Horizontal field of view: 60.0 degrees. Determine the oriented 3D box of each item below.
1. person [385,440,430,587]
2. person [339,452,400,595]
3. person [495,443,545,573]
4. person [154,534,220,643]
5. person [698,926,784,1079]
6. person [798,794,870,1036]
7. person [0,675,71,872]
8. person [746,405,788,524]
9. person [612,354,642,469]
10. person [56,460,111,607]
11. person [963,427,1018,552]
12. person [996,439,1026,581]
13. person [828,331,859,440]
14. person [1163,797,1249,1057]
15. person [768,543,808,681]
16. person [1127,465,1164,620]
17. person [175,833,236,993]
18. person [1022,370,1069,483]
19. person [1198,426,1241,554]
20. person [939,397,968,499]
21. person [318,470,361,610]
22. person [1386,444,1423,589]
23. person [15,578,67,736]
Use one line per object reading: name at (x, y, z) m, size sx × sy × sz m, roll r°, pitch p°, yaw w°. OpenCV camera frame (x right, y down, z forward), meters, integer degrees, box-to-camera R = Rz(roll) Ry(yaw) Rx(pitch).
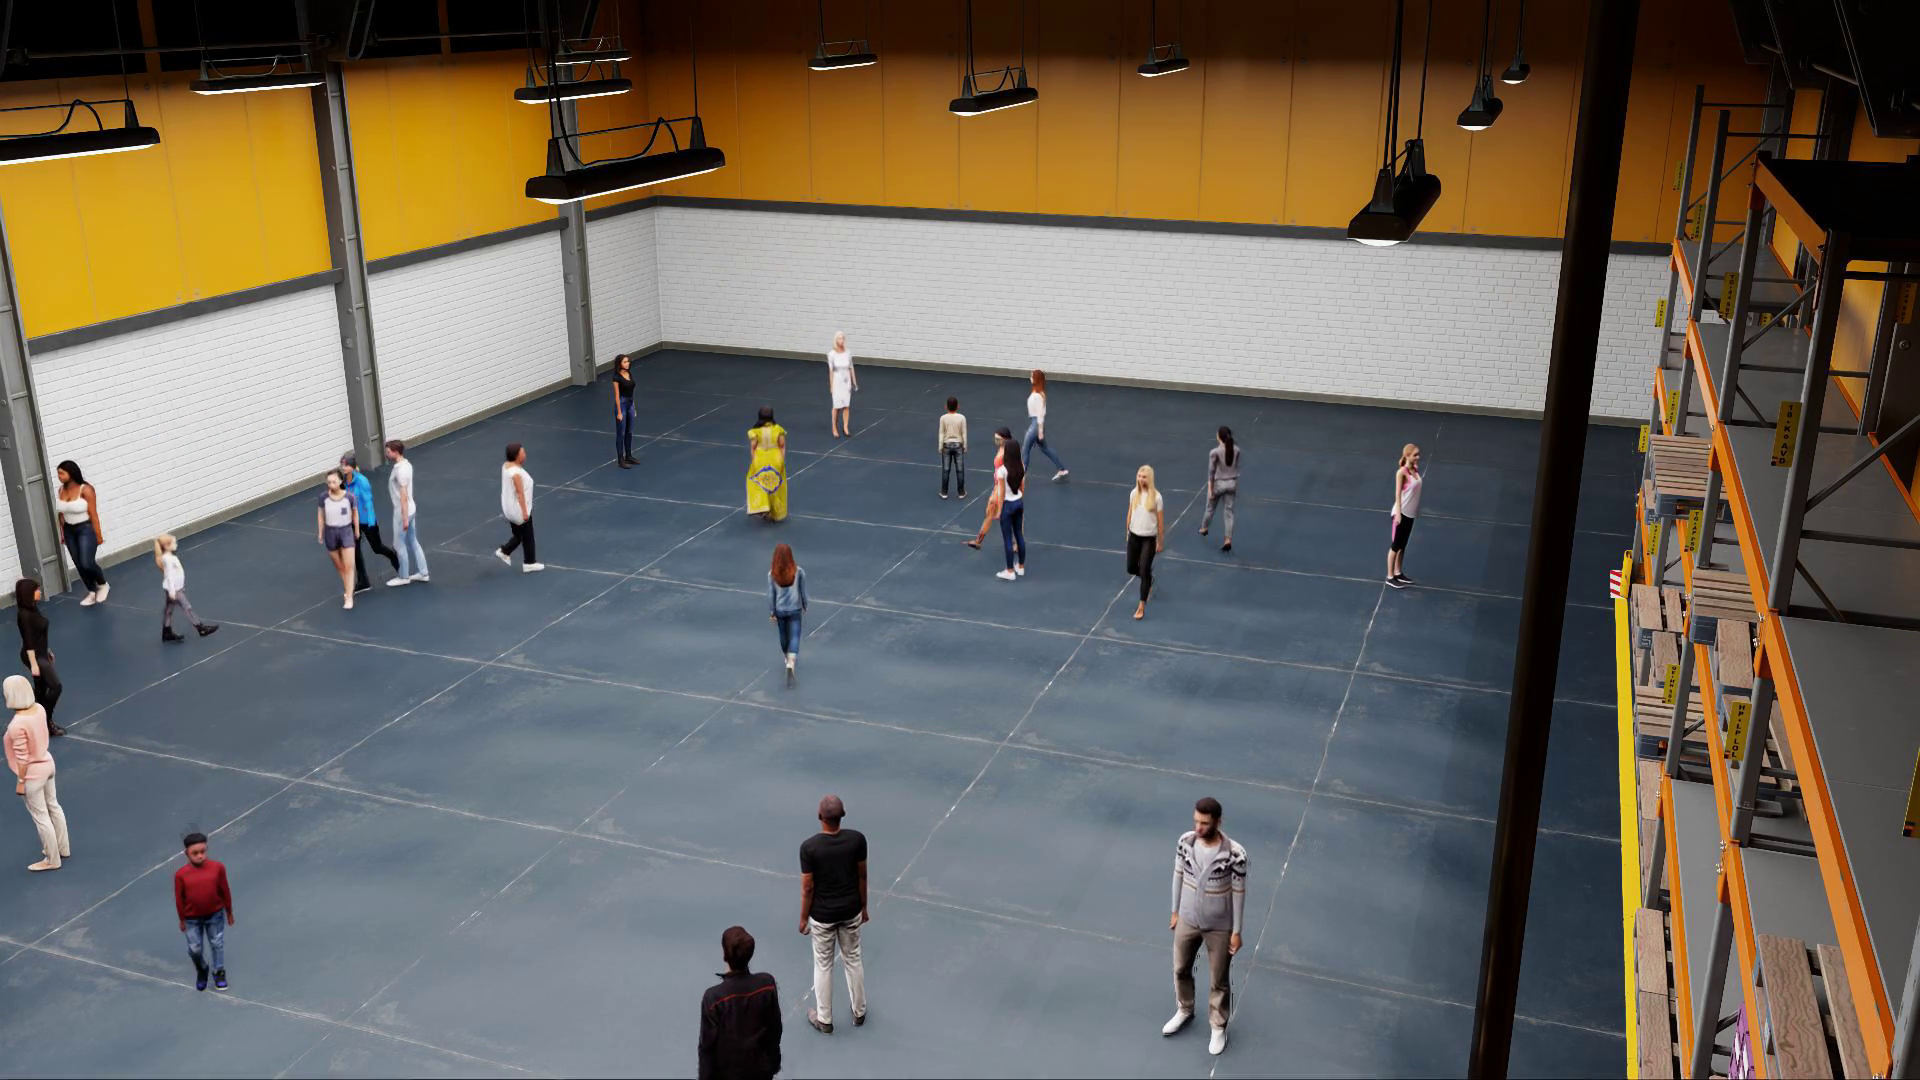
person at (-6.743, -0.330, 20.340) m, size 0.927 × 1.841 × 0.854 m, roll -2°, pitch 19°, yaw -6°
person at (-7.173, -0.225, 20.147) m, size 0.746 × 1.766 × 1.035 m, roll 9°, pitch 21°, yaw 25°
person at (-5.564, -0.392, 20.788) m, size 0.954 × 1.673 × 0.889 m, roll -10°, pitch 21°, yaw -26°
person at (-8.879, 0.557, 18.623) m, size 0.888 × 1.257 × 0.810 m, roll -10°, pitch 21°, yaw -27°
person at (-1.270, 3.191, 9.776) m, size 0.970 × 1.911 × 1.016 m, roll -11°, pitch 22°, yaw -30°
person at (-0.879, 2.614, 11.658) m, size 0.758 × 1.804 × 0.813 m, roll -8°, pitch 20°, yaw -23°
person at (-7.697, 1.920, 13.841) m, size 0.732 × 1.725 × 0.595 m, roll -1°, pitch 19°, yaw -3°
person at (-2.609, -1.000, 22.638) m, size 0.929 × 1.646 × 0.971 m, roll -5°, pitch 19°, yaw -13°
person at (-5.138, -1.990, 25.430) m, size 0.630 × 1.740 × 0.487 m, roll 9°, pitch 21°, yaw 24°
person at (-10.344, -0.097, 19.716) m, size 0.663 × 1.798 × 0.662 m, roll 5°, pitch 19°, yaw 14°
person at (0.664, -0.621, 21.451) m, size 1.048 × 1.684 × 1.028 m, roll -6°, pitch 20°, yaw -18°
person at (0.645, -0.386, 20.613) m, size 0.594 × 1.774 × 0.724 m, roll -18°, pitch 25°, yaw -42°
person at (-1.937, -2.539, 27.048) m, size 0.676 × 1.748 × 0.752 m, roll -12°, pitch 22°, yaw -31°
person at (1.730, 2.622, 11.549) m, size 0.757 × 1.857 × 0.666 m, roll 10°, pitch 21°, yaw 27°
person at (-1.825, 0.766, 17.688) m, size 0.769 × 1.458 × 1.010 m, roll 0°, pitch 19°, yaw -1°
person at (2.186, -0.010, 19.436) m, size 0.689 × 1.812 × 0.929 m, roll 10°, pitch 21°, yaw 27°
person at (-5.572, 2.710, 12.243) m, size 0.585 × 1.248 × 0.651 m, roll -9°, pitch 21°, yaw -26°
person at (1.225, -1.644, 24.480) m, size 0.901 × 1.690 × 1.143 m, roll 1°, pitch 19°, yaw 2°
person at (3.446, -0.625, 21.528) m, size 0.998 × 1.641 × 1.126 m, roll -6°, pitch 19°, yaw -16°
person at (-0.103, -1.329, 23.912) m, size 0.606 × 1.456 × 0.581 m, roll 0°, pitch 19°, yaw 0°
person at (-7.380, -0.032, 19.808) m, size 0.844 × 1.617 × 1.029 m, roll -2°, pitch 19°, yaw -5°
person at (5.433, -0.317, 20.387) m, size 0.602 × 1.787 × 0.739 m, roll -17°, pitch 25°, yaw -41°
person at (-9.091, 1.165, 16.221) m, size 0.741 × 1.637 × 0.673 m, roll -7°, pitch 20°, yaw -20°
